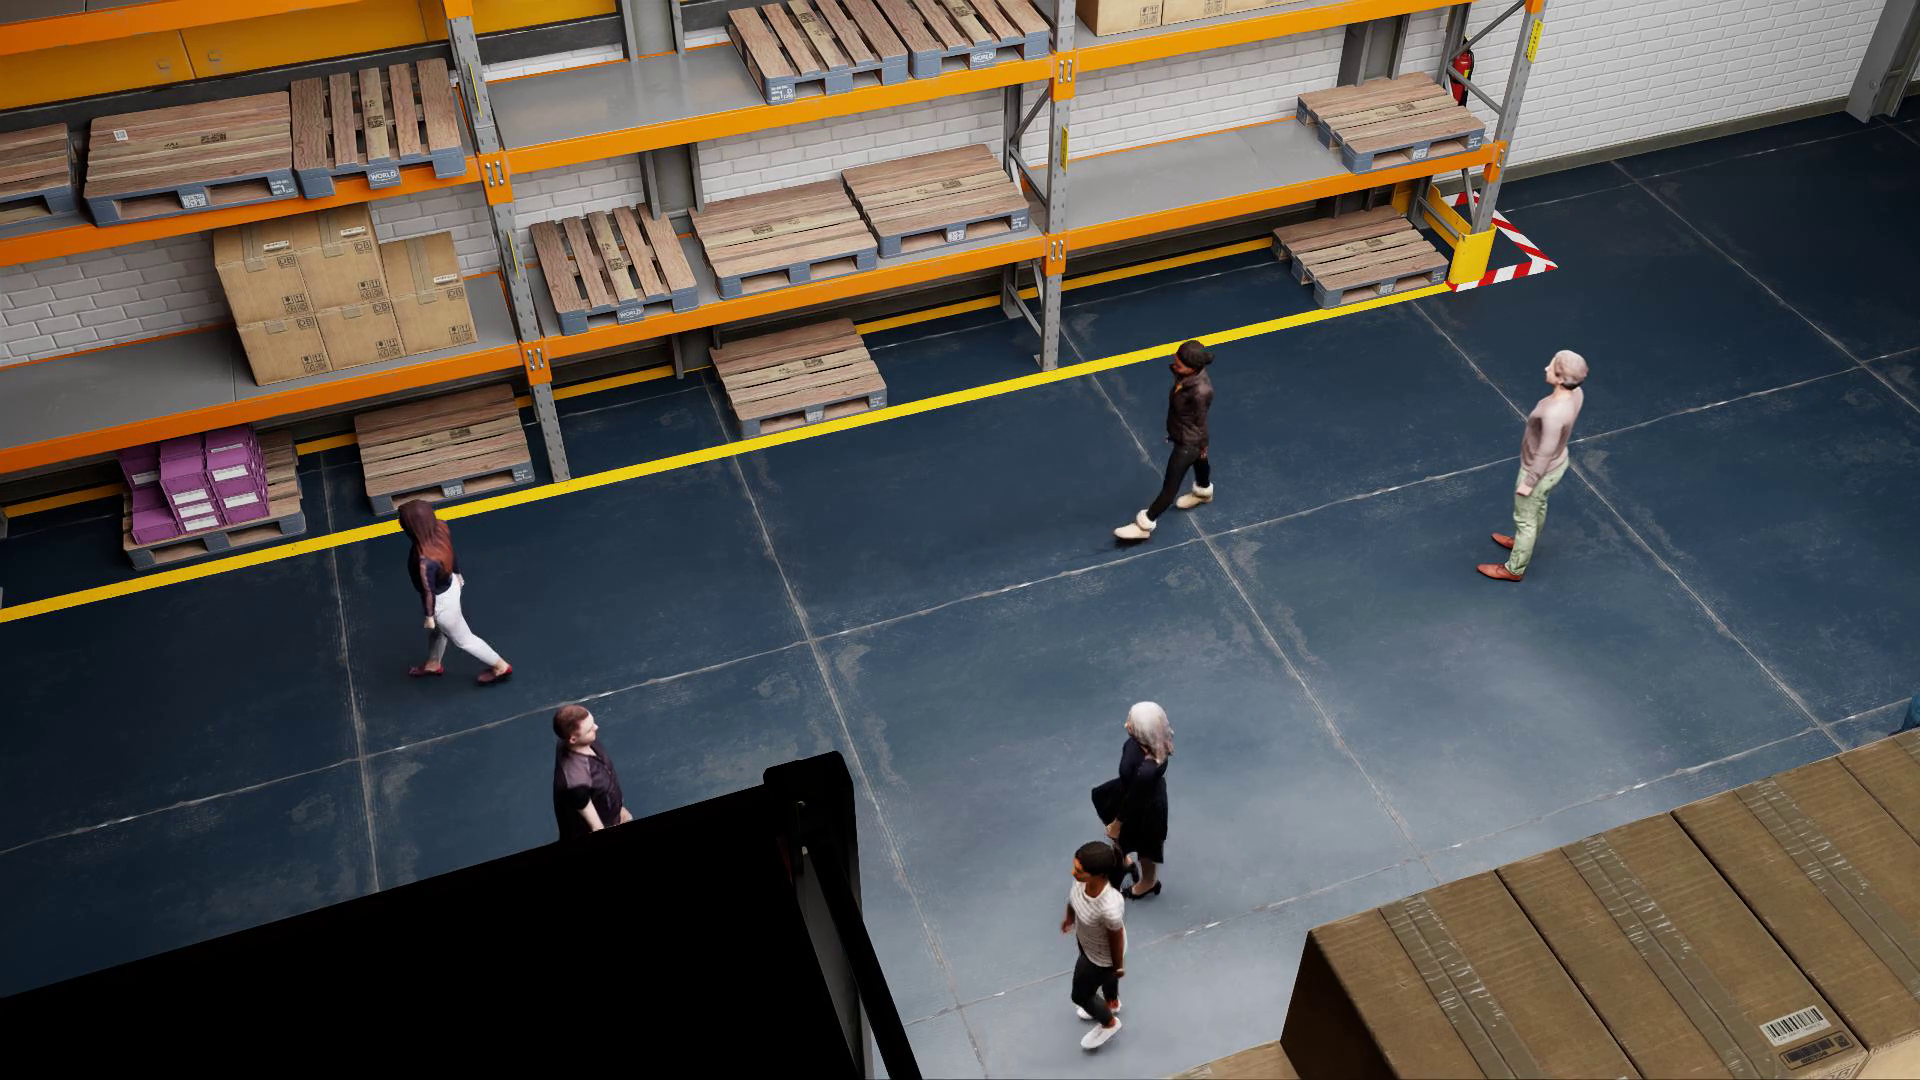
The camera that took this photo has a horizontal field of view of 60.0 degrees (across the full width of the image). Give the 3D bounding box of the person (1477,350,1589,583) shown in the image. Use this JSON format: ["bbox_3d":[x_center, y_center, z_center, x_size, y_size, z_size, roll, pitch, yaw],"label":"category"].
[{"bbox_3d":[3.951,-0.498,11.319,0.837,1.872,0.755,22,48,21],"label":"person"}]

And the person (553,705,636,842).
[{"bbox_3d":[-2.133,1.588,9.190,1.243,1.788,0.905,-4,44,-4],"label":"person"}]

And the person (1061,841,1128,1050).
[{"bbox_3d":[0.808,2.083,8.788,0.604,1.627,0.588,-11,45,-11],"label":"person"}]

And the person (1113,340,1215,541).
[{"bbox_3d":[1.445,-0.704,11.716,1.103,1.622,0.658,-10,45,-11],"label":"person"}]

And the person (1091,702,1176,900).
[{"bbox_3d":[1.098,1.502,9.317,0.819,1.737,0.754,5,44,5],"label":"person"}]

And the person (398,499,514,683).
[{"bbox_3d":[-3.250,0.377,10.611,1.012,1.581,0.764,-3,44,-3],"label":"person"}]
